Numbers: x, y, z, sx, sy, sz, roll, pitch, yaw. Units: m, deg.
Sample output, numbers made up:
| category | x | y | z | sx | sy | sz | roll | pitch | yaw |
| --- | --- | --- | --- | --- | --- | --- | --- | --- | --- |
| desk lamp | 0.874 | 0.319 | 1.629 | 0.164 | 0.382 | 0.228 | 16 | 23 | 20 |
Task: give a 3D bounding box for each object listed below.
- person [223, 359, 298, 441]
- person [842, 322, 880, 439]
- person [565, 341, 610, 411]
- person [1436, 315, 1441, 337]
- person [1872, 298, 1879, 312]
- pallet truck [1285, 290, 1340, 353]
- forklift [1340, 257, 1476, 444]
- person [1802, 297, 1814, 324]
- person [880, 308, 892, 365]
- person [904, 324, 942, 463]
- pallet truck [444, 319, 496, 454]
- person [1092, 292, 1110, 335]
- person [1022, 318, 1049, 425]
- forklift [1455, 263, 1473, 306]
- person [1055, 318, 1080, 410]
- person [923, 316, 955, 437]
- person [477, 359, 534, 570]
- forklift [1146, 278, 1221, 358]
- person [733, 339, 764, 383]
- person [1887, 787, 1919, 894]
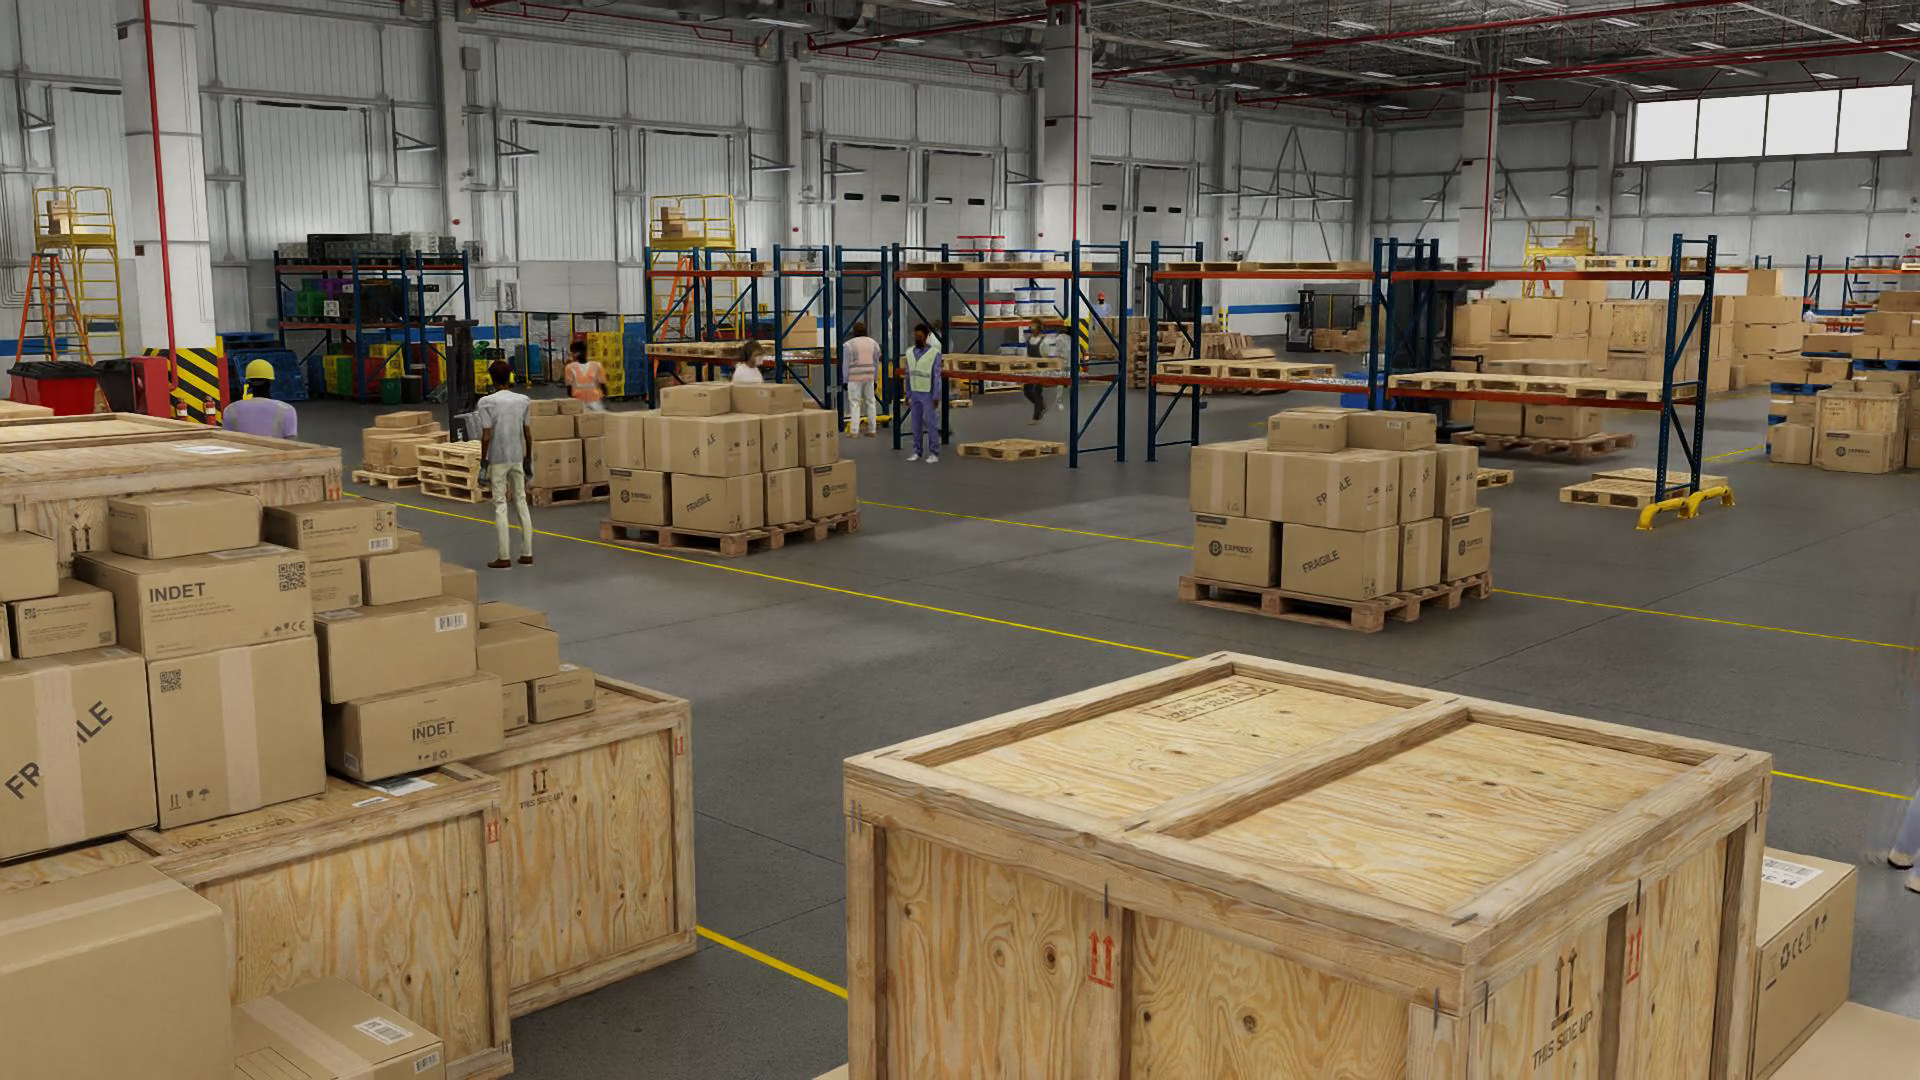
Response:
| category | x | y | z | sx | sy | sz | roll | pitch | yaw |
| --- | --- | --- | --- | --- | --- | --- | --- | --- | --- |
| person | -5.720 | -0.522 | 13.689 | 0.586 | 1.920 | 0.398 | -1 | 9 | -6 |
| person | -1.562 | -2.504 | 26.133 | 0.621 | 1.836 | 0.431 | -6 | 11 | -31 |
| person | -5.150 | -1.914 | 23.043 | 0.623 | 1.664 | 0.353 | -2 | 10 | -14 |
| person | 8.624 | -3.207 | 30.446 | 0.587 | 1.823 | 1.014 | -7 | 12 | -38 |
| person | 23.404 | -5.236 | 42.657 | 0.927 | 1.899 | 0.647 | 1 | 9 | 7 |
| pallet truck | 11.297 | -6.951 | 52.861 | 1.885 | 1.965 | 0.823 | -5 | 11 | -29 |
| forklift | 6.776 | -2.840 | 24.959 | 1.873 | 2.768 | 1.129 | 9 | 13 | 43 |
| person | 21.765 | -5.258 | 42.704 | 0.506 | 1.923 | 0.560 | 4 | 10 | 25 |
| person | -1.953 | -5.333 | 44.067 | 0.314 | 1.634 | 0.515 | 1 | 9 | 8 |
| person | -0.501 | -2.010 | 22.854 | 0.585 | 1.910 | 0.391 | 7 | 12 | 37 |
| pallet truck | -6.981 | -1.942 | 22.150 | 1.885 | 1.965 | 0.823 | 1 | 9 | 9 |
| person | 4.363 | -6.682 | 51.435 | 0.543 | 1.930 | 0.389 | 1 | 9 | 5 |
| person | 1.315 | -2.868 | 28.329 | 0.464 | 1.831 | 0.547 | -8 | 12 | -41 |
| forklift | 14.052 | -6.377 | 46.644 | 1.873 | 2.768 | 1.129 | 3 | 10 | 17 |
| person | 2.046 | -3.330 | 31.462 | 0.485 | 1.739 | 0.319 | -2 | 10 | -13 |
| person | -0.348 | -2.558 | 26.172 | 0.553 | 1.923 | 0.636 | -7 | 11 | -36 |
| person | -4.032 | -0.667 | 14.745 | 0.532 | 1.864 | 0.314 | -9 | 13 | -43 |
| forklift | 6.369 | -6.425 | 46.935 | 1.873 | 2.768 | 1.129 | 9 | 13 | 43 |
| person | -2.136 | -1.217 | 18.008 | 0.895 | 1.898 | 0.651 | 1 | 9 | 6 |
| person | 4.225 | 0.672 | 6.962 | 0.384 | 1.722 | 0.654 | 3 | 10 | 17 |
